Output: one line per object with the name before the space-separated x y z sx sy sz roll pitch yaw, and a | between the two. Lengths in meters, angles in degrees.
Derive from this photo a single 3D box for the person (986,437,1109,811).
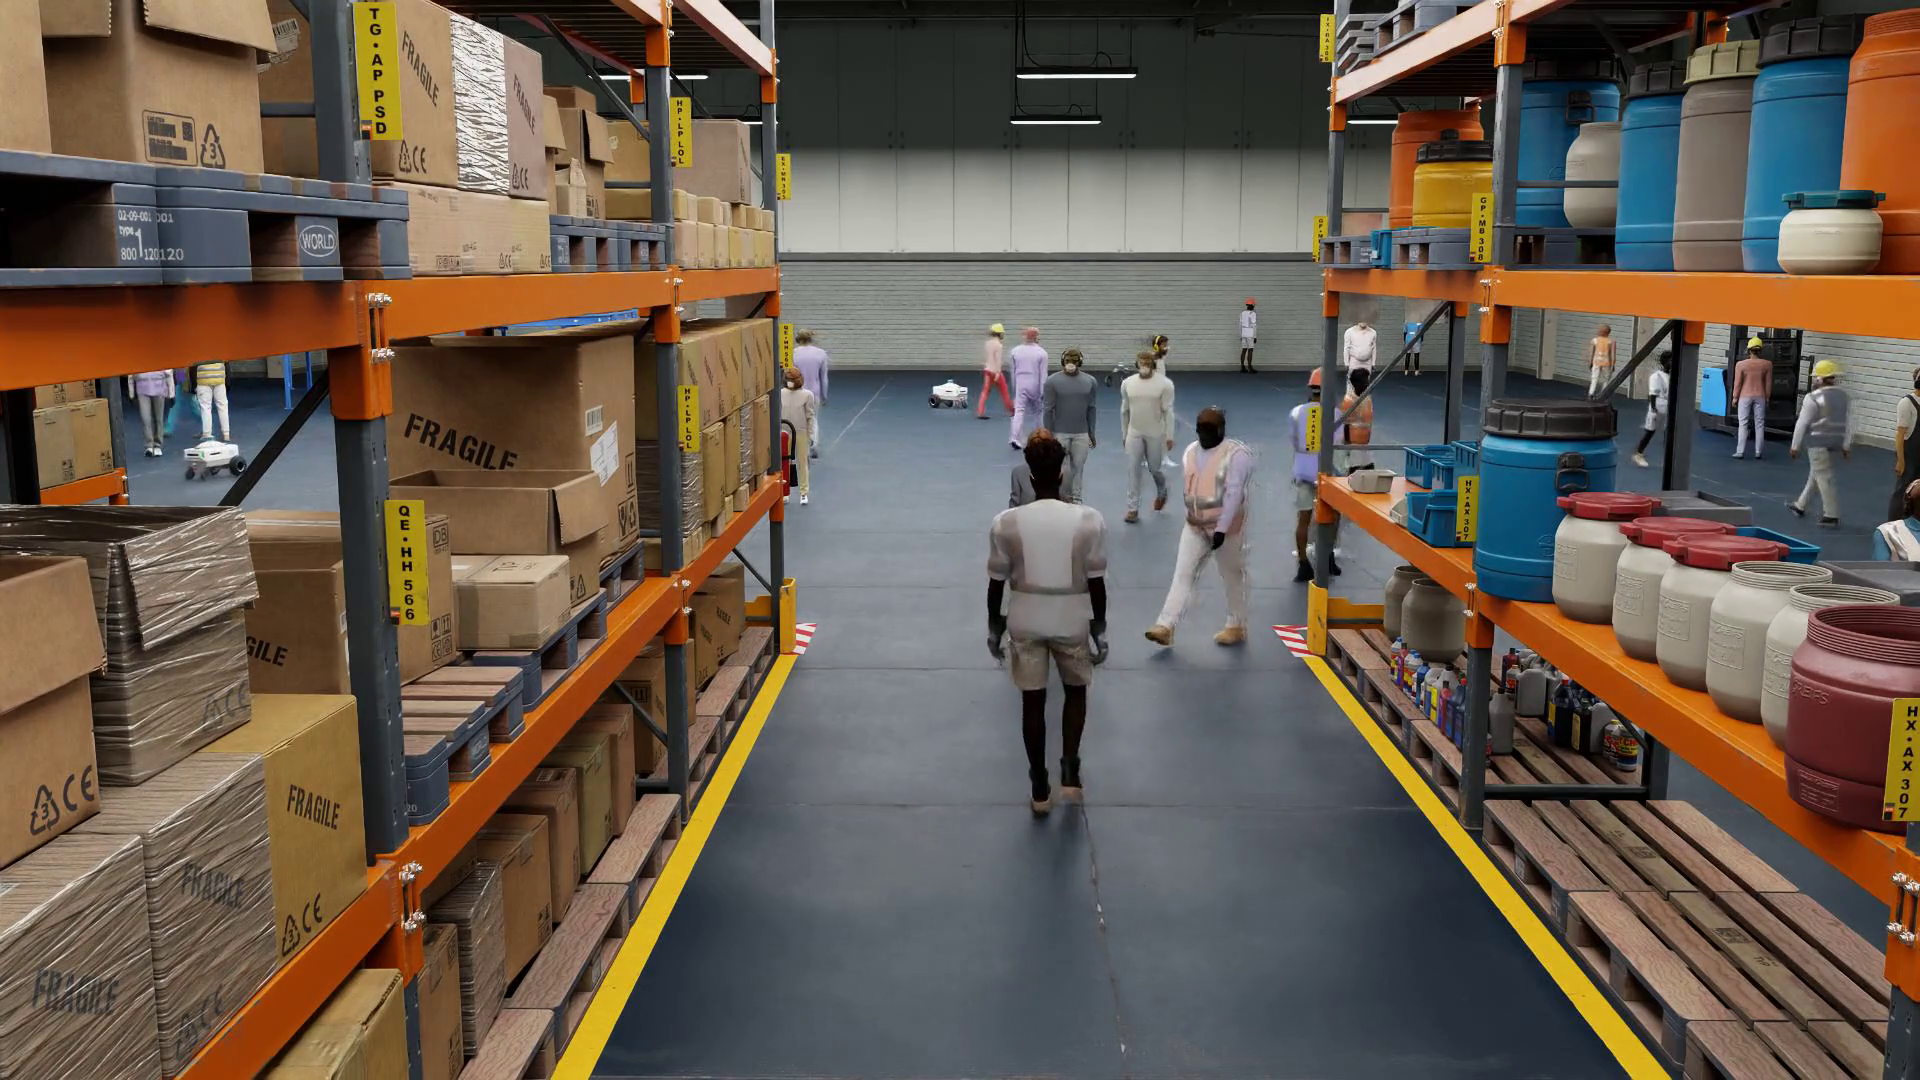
person | 0.457 0.431 8.701 0.646 1.952 0.510 1 10 5

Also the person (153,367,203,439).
person | -12.607 -2.518 26.903 0.653 1.781 0.904 9 13 42

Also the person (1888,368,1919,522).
person | 9.463 -0.807 16.492 0.505 1.841 0.331 -5 11 -27

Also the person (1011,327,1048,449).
person | 1.052 -2.338 25.605 0.654 1.866 0.974 5 11 27

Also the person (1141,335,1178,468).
person | 2.785 -1.909 23.047 0.686 1.844 0.562 5 11 29

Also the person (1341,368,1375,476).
person | 4.437 -1.094 18.655 0.397 1.681 0.548 9 13 42

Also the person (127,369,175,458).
person | -11.813 -2.138 24.308 0.616 1.880 0.945 -5 11 -26

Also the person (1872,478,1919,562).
person | 5.445 0.453 9.519 0.512 1.644 0.307 1 9 4

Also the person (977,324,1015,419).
person | 0.719 -3.083 30.468 0.926 1.720 0.535 -5 11 -28

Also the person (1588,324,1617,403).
person | 12.875 -3.517 33.369 0.529 1.615 0.722 7 11 34

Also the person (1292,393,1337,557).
person | 3.423 -0.624 16.029 0.554 1.608 0.522 -3 10 -18

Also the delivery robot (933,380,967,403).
delivery robot | -0.193 -2.918 32.812 0.707 0.478 0.477 9 13 42

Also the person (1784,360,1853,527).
person | 9.395 -1.068 18.224 0.612 1.779 0.939 -3 10 -18

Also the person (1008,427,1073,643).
person | 0.596 -0.026 12.424 0.498 1.632 0.285 4 10 21

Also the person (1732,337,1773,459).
person | 11.528 -2.063 24.225 0.523 1.769 0.313 1 10 8

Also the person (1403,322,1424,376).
person | 11.472 -5.007 42.063 0.540 1.696 0.316 6 11 30

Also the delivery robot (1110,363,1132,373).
delivery robot | 3.723 -3.992 38.468 0.335 0.223 0.698 6 12 34

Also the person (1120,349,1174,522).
person | 2.106 -1.189 18.576 0.637 1.909 0.877 4 10 24

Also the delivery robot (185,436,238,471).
delivery robot | -9.979 -1.143 22.180 0.477 0.478 0.707 3 10 17

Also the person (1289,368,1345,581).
person | 3.246 -0.601 15.033 0.543 1.919 0.576 7 12 37

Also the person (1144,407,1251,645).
person | 1.799 -0.080 12.303 0.938 1.785 0.612 -9 13 -43

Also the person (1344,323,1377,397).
person | 7.596 -3.355 31.545 0.641 1.909 0.409 -1 10 -7

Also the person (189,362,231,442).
person | -11.981 -2.492 26.570 0.625 1.843 0.430 -8 12 -38

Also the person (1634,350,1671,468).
person | 9.678 -1.791 22.928 0.539 1.656 0.881 -3 10 -20

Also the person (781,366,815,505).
person | -1.965 -1.241 19.693 0.498 1.633 0.285 2 10 9

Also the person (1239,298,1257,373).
person | 7.493 -5.297 43.080 0.364 1.935 0.553 -6 11 -34

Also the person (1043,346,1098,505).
person | 1.219 -1.164 18.330 0.628 1.936 0.374 -3 10 -16

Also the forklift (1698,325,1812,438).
forklift | 13.248 -3.165 27.620 1.129 2.768 1.873 0 9 1

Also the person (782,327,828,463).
person | -2.235 -2.081 23.845 0.654 1.925 0.515 -3 10 -19

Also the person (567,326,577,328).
person | -9.464 -4.985 41.034 1.009 2.000 0.692 6 11 33
